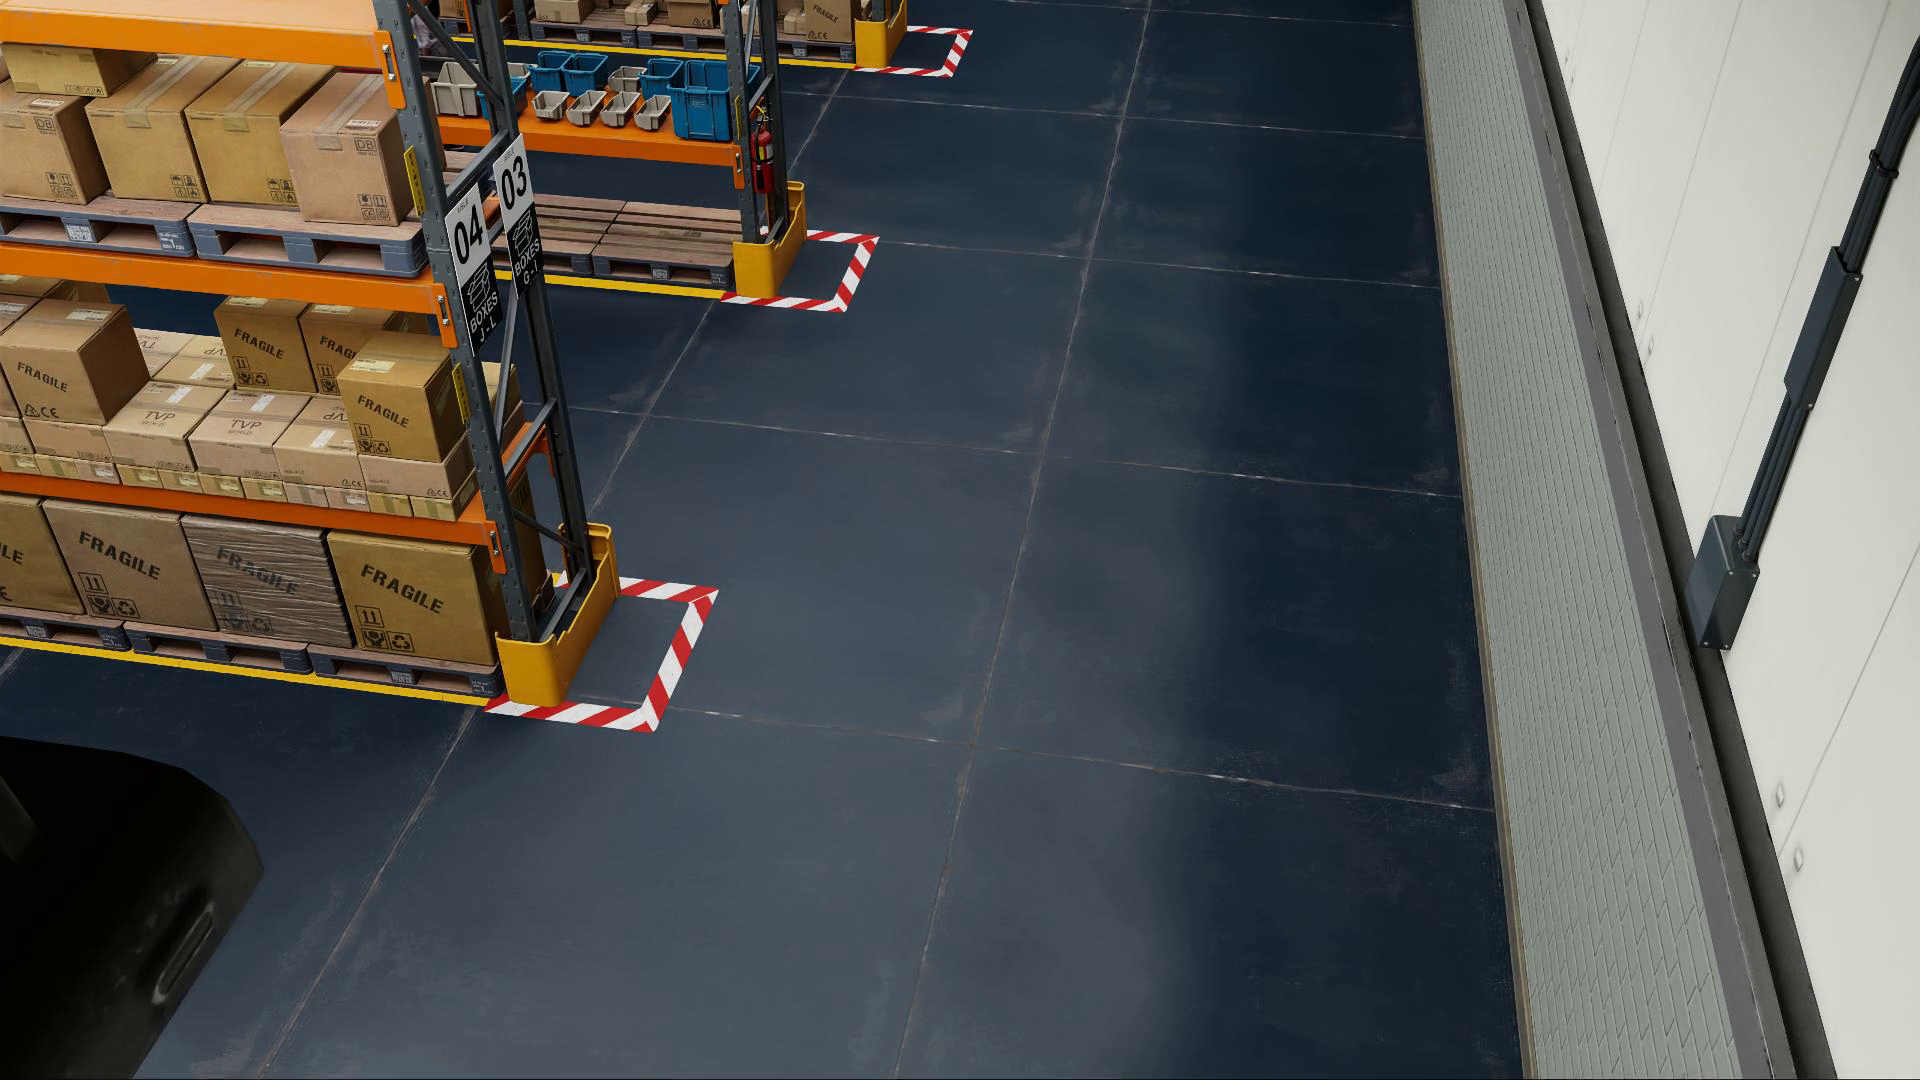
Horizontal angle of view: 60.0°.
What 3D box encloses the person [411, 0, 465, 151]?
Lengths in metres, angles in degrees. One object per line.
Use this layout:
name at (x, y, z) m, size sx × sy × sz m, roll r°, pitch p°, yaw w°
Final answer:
person at (-4.909, -4.522, 15.648) m, size 0.514 × 1.732 × 0.594 m, roll 5°, pitch 38°, yaw 7°
